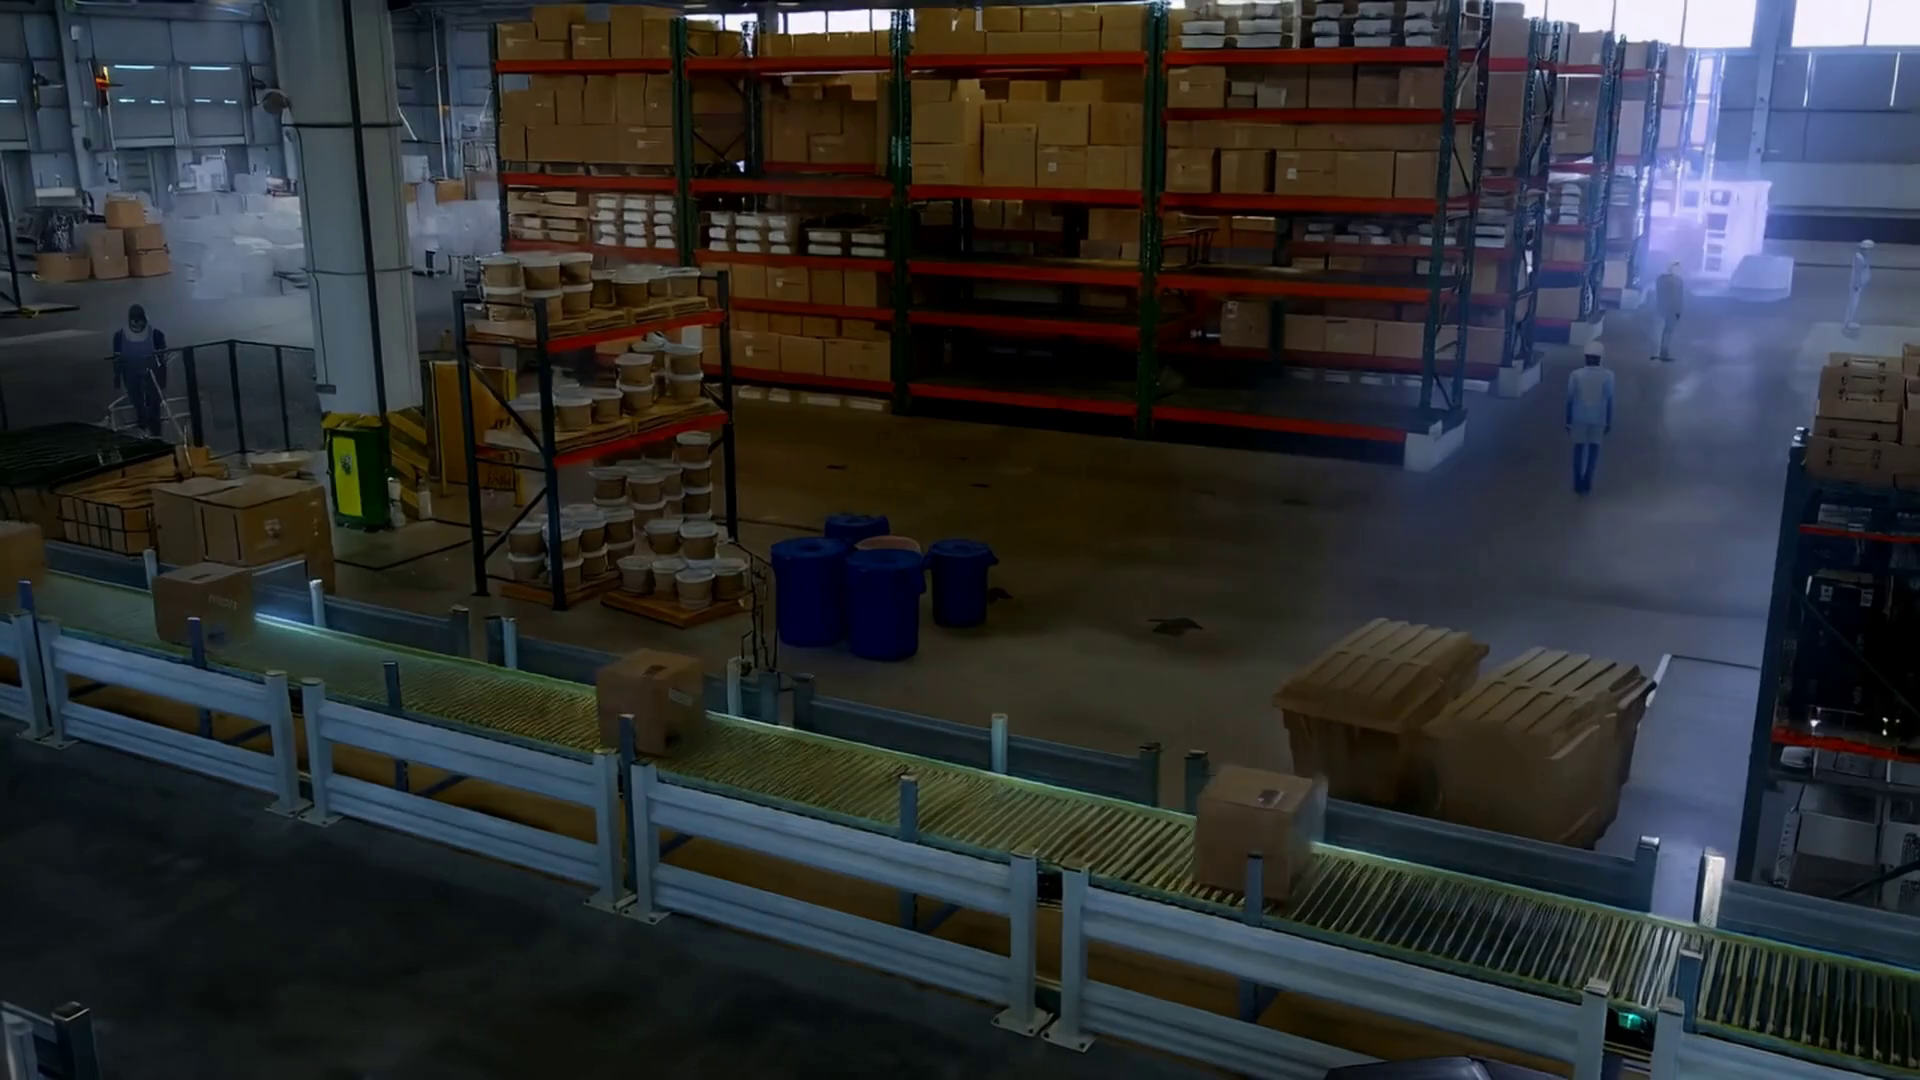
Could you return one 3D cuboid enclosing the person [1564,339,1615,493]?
[{"bbox_3d":[7.801,-1.529,20.674,0.559,1.921,0.405,6,16,20],"label":"person"}]

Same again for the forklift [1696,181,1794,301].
[{"bbox_3d":[19.361,-7.352,40.740,1.129,2.768,1.873,-12,19,-37],"label":"forklift"}]

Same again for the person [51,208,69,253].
[{"bbox_3d":[-26.792,-9.066,49.556,0.515,1.641,0.309,1,15,3],"label":"person"}]

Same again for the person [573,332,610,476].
[{"bbox_3d":[-4.830,-1.848,21.739,0.375,1.997,0.612,2,15,7],"label":"person"}]

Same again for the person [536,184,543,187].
[{"bbox_3d":[-18.937,-15.893,74.701,0.670,1.923,0.640,-9,17,-31],"label":"person"}]

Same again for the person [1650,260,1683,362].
[{"bbox_3d":[13.251,-4.281,31.080,0.400,1.901,0.645,-5,16,-18],"label":"person"}]

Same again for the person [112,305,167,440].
[{"bbox_3d":[-11.658,-2.392,23.699,0.683,2.000,0.992,-5,16,-18],"label":"person"}]

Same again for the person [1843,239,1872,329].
[{"bbox_3d":[19.243,-5.478,35.586,0.397,1.900,0.644,9,17,30],"label":"person"}]

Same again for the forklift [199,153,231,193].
[{"bbox_3d":[-27.440,-12.865,61.464,1.873,2.768,1.129,8,17,28],"label":"forklift"}]

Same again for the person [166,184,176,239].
[{"bbox_3d":[-27.141,-11.362,57.641,0.719,1.920,0.561,-8,17,-29],"label":"person"}]

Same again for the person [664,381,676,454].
[{"bbox_3d":[-3.572,-1.172,19.914,0.344,1.618,0.510,12,19,38],"label":"person"}]

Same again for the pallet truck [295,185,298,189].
[{"bbox_3d":[-26.804,-14.617,69.738,1.885,1.965,0.823,-14,20,-42],"label":"pallet truck"}]
